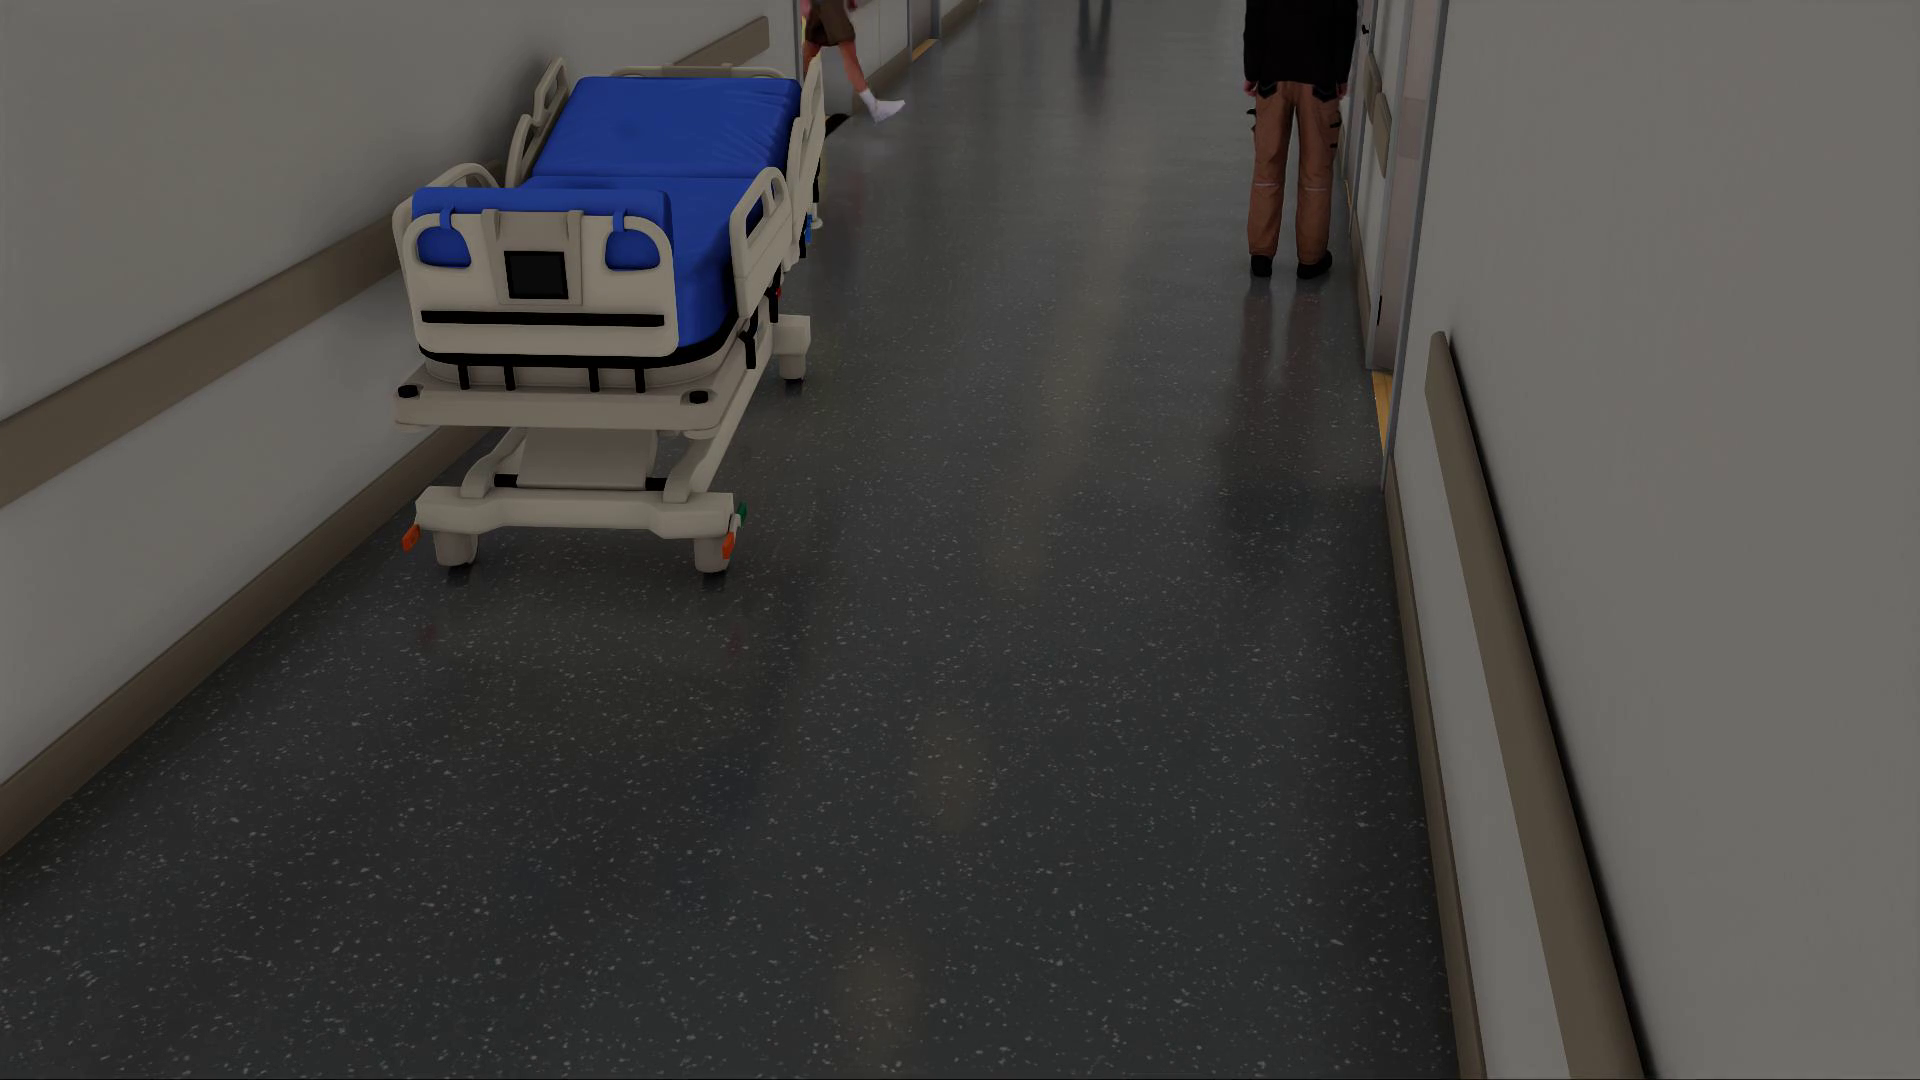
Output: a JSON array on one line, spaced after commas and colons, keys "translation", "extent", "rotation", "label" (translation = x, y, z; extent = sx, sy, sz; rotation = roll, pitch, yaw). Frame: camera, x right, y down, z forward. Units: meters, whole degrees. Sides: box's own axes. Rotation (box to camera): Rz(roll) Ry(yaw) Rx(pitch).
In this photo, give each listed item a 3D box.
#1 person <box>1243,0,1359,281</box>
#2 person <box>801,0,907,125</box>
[{"translation": [1.652, -2.252, 8.155], "extent": [0.582, 1.925, 0.781], "rotation": [8, 27, 17], "label": "person"}, {"translation": [-1.012, -3.732, 11.402], "extent": [1.138, 1.796, 0.663], "rotation": [5, 26, 11], "label": "person"}]
